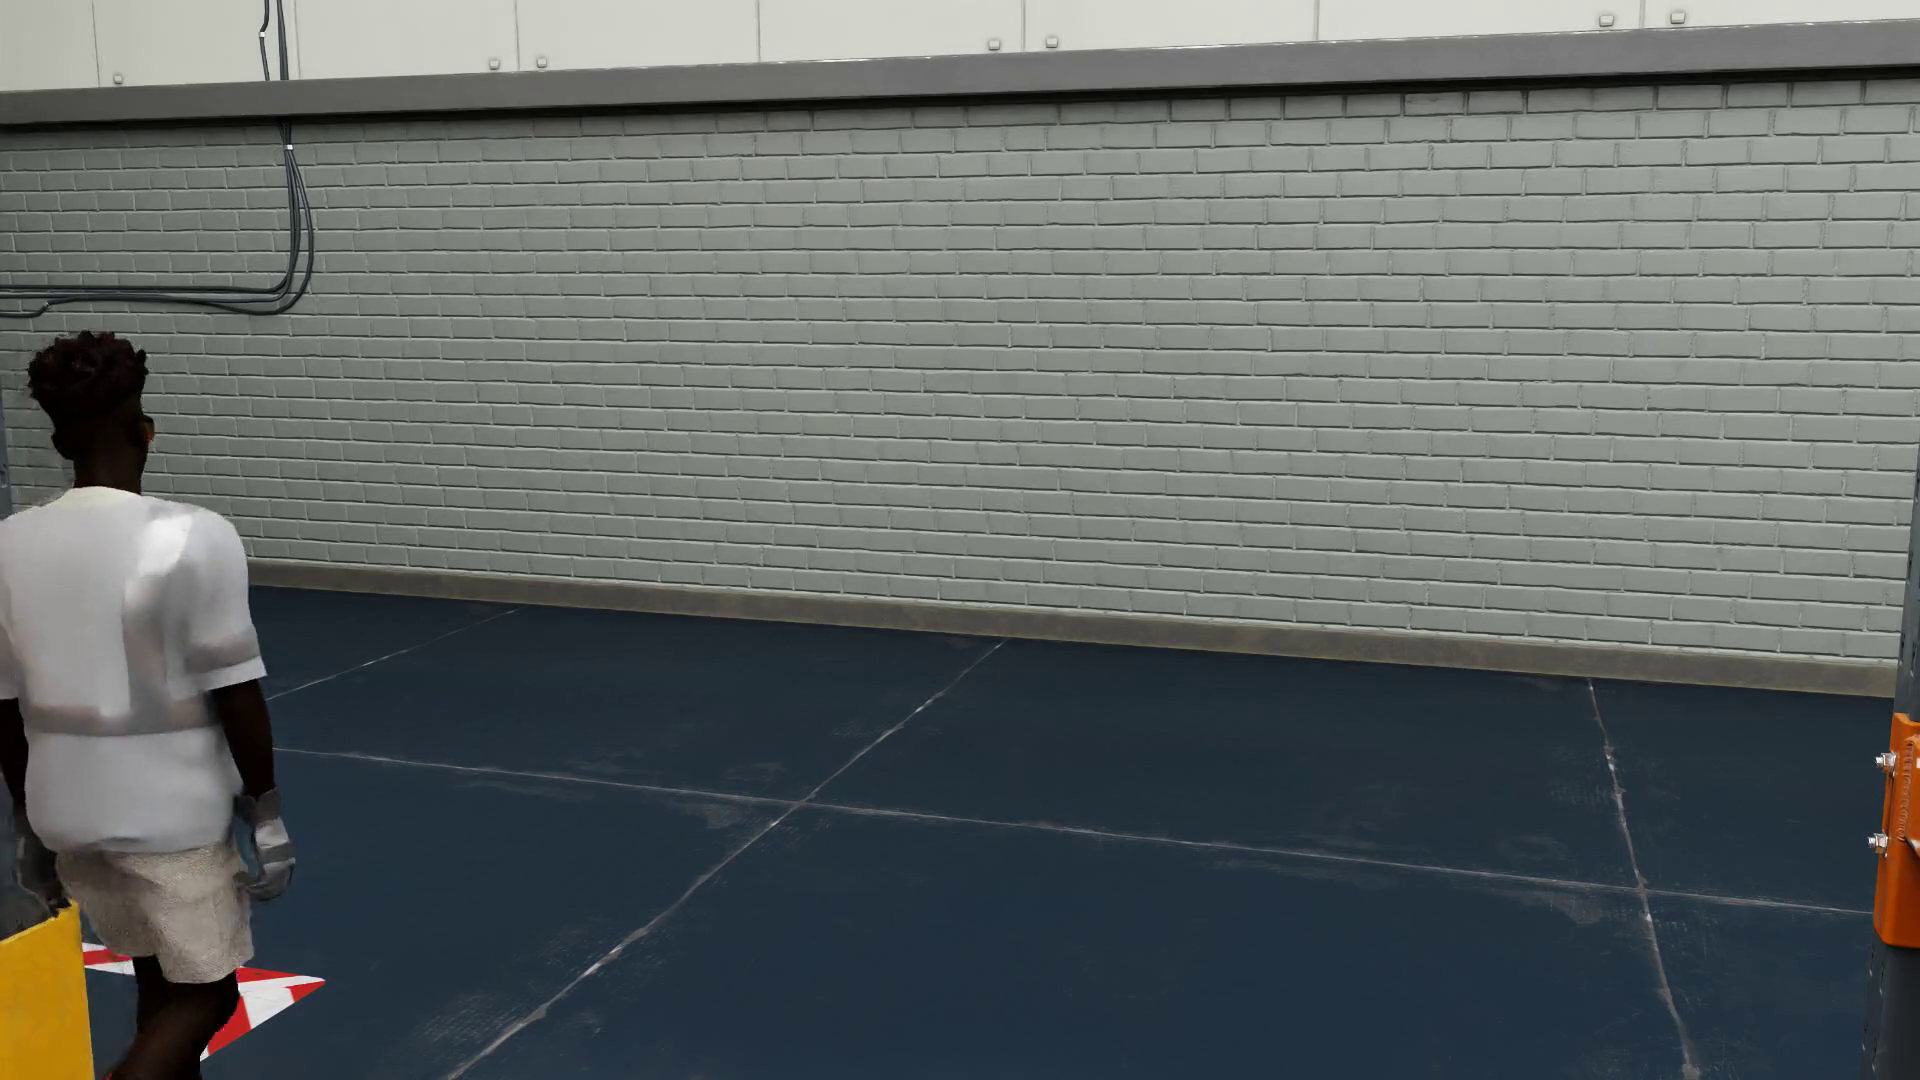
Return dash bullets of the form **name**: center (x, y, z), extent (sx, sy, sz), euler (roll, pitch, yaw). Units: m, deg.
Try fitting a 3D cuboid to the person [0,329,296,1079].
- **person**: center (-1.694, 0.558, 3.323), extent (0.640, 1.939, 0.769), euler (2, 10, 14)
